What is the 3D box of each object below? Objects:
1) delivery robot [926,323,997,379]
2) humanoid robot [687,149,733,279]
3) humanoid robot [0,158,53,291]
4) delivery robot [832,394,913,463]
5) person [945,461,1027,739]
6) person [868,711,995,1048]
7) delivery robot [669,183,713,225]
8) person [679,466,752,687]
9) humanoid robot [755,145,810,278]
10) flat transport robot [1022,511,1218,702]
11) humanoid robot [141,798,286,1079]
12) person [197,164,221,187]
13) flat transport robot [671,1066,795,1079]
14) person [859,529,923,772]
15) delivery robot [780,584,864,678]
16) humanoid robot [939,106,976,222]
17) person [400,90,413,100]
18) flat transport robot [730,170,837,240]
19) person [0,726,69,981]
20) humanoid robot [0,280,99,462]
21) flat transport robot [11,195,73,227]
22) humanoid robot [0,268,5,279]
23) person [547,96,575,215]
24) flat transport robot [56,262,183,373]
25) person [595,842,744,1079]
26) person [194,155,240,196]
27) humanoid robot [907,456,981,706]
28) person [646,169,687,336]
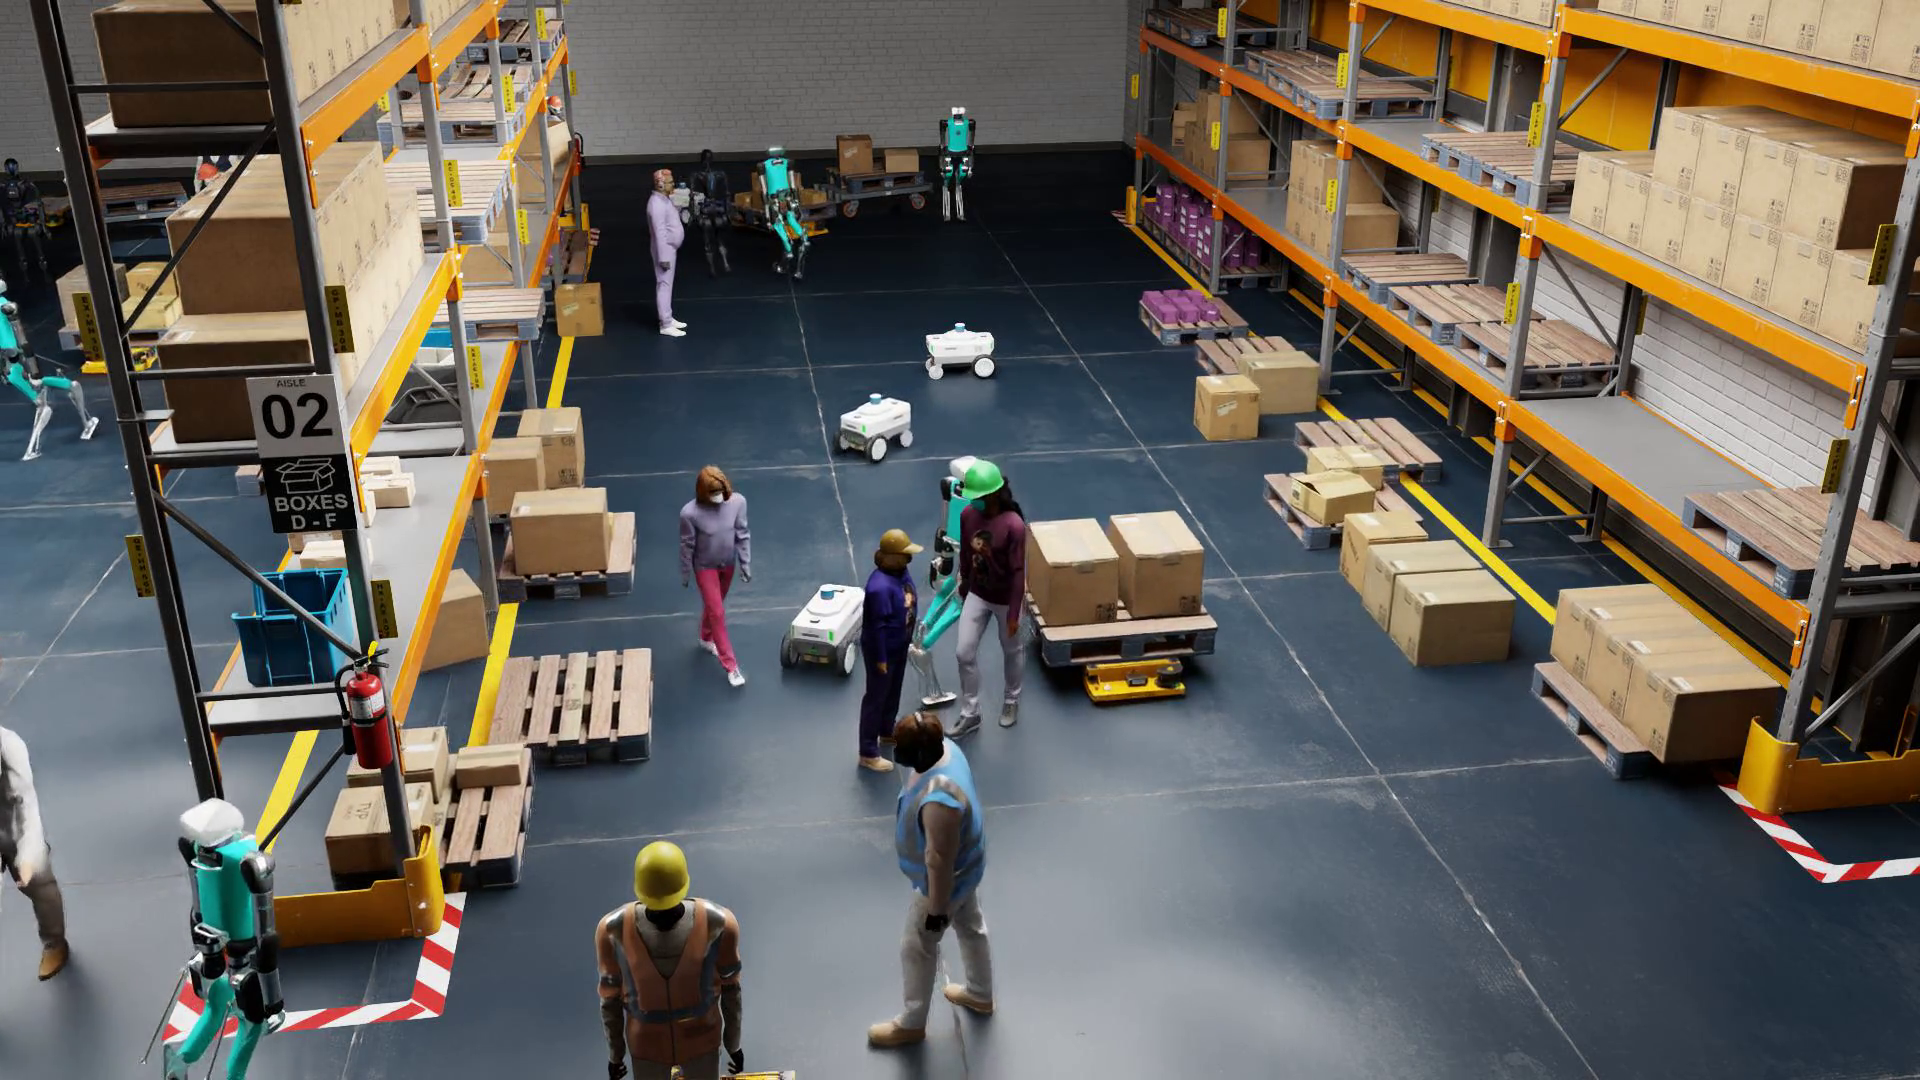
[{"bbox_3d":[0.001,-2.052,17.962,0.739,0.566,0.499,-3,24,-8],"label":"delivery robot"},{"bbox_3d":[-3.241,-4.219,21.548,0.612,1.646,0.325,-12,26,-25],"label":"humanoid robot"},{"bbox_3d":[-11.796,-3.981,20.980,0.599,1.655,0.315,-3,24,-8],"label":"humanoid robot"},{"bbox_3d":[-0.806,-1.079,15.790,0.499,0.603,0.807,18,30,36],"label":"delivery robot"},{"bbox_3d":[0.181,0.396,10.720,0.522,1.916,0.772,12,27,26],"label":"person"},{"bbox_3d":[-0.128,1.622,8.080,0.642,1.810,0.631,2,24,4],"label":"person"},{"bbox_3d":[-4.078,-4.995,24.702,0.770,0.595,0.499,13,27,28],"label":"delivery robot"},{"bbox_3d":[-1.681,0.213,11.542,0.479,1.575,0.850,-17,29,-34],"label":"person"},{"bbox_3d":[-2.199,-4.125,21.214,0.552,1.700,0.985,-15,28,-30],"label":"humanoid robot"},{"bbox_3d":[1.109,0.737,12.000,0.659,0.231,1.431,-4,24,-9],"label":"flat transport robot"},{"bbox_3d":[-3.304,2.066,7.184,0.543,1.796,0.841,14,27,28],"label":"humanoid robot"},{"bbox_3d":[-9.101,-3.769,20.460,0.678,1.723,0.593,14,27,28],"label":"person"},{"bbox_3d":[-1.046,2.818,7.259,0.659,0.231,1.431,-2,24,-5],"label":"flat transport robot"},{"bbox_3d":[-0.413,0.676,10.471,0.380,1.616,0.463,9,25,20],"label":"person"},{"bbox_3d":[-0.945,0.609,11.926,0.499,0.587,0.785,7,25,15],"label":"delivery robot"},{"bbox_3d":[-0.075,-5.512,24.242,0.533,1.677,0.735,-3,24,-8],"label":"humanoid robot"},{"bbox_3d":[-8.747,-6.301,26.352,0.498,1.615,0.511,-5,24,-12],"label":"person"},{"bbox_3d":[-2.623,-4.598,24.154,0.659,0.231,1.431,-21,31,-39],"label":"flat transport robot"},{"bbox_3d":[-4.800,1.543,8.201,0.567,1.841,0.981,-4,24,-10],"label":"person"},{"bbox_3d":[-8.647,-1.684,15.721,0.536,1.763,0.967,10,26,22],"label":"humanoid robot"},{"bbox_3d":[-13.606,-4.904,24.849,0.659,0.231,1.431,-3,24,-8],"label":"flat transport robot"},{"bbox_3d":[-11.355,-3.164,19.132,0.585,1.656,0.340,-10,26,-22],"label":"humanoid robot"},{"bbox_3d":[-6.022,-5.784,25.008,0.574,1.747,0.339,14,27,29],"label":"person"},{"bbox_3d":[-9.250,-2.171,18.624,0.659,0.231,1.431,-3,24,-6],"label":"flat transport robot"},{"bbox_3d":[-1.183,2.072,6.898,0.589,1.925,0.370,-4,24,-8],"label":"person"},{"bbox_3d":[-10.014,-4.727,22.594,0.760,1.757,0.438,-4,24,-8],"label":"person"},{"bbox_3d":[-0.131,0.379,11.066,0.767,1.829,0.540,-18,30,-36],"label":"humanoid robot"},{"bbox_3d":[-3.379,-3.329,19.227,0.402,1.909,0.641,-2,24,-4],"label":"person"}]
